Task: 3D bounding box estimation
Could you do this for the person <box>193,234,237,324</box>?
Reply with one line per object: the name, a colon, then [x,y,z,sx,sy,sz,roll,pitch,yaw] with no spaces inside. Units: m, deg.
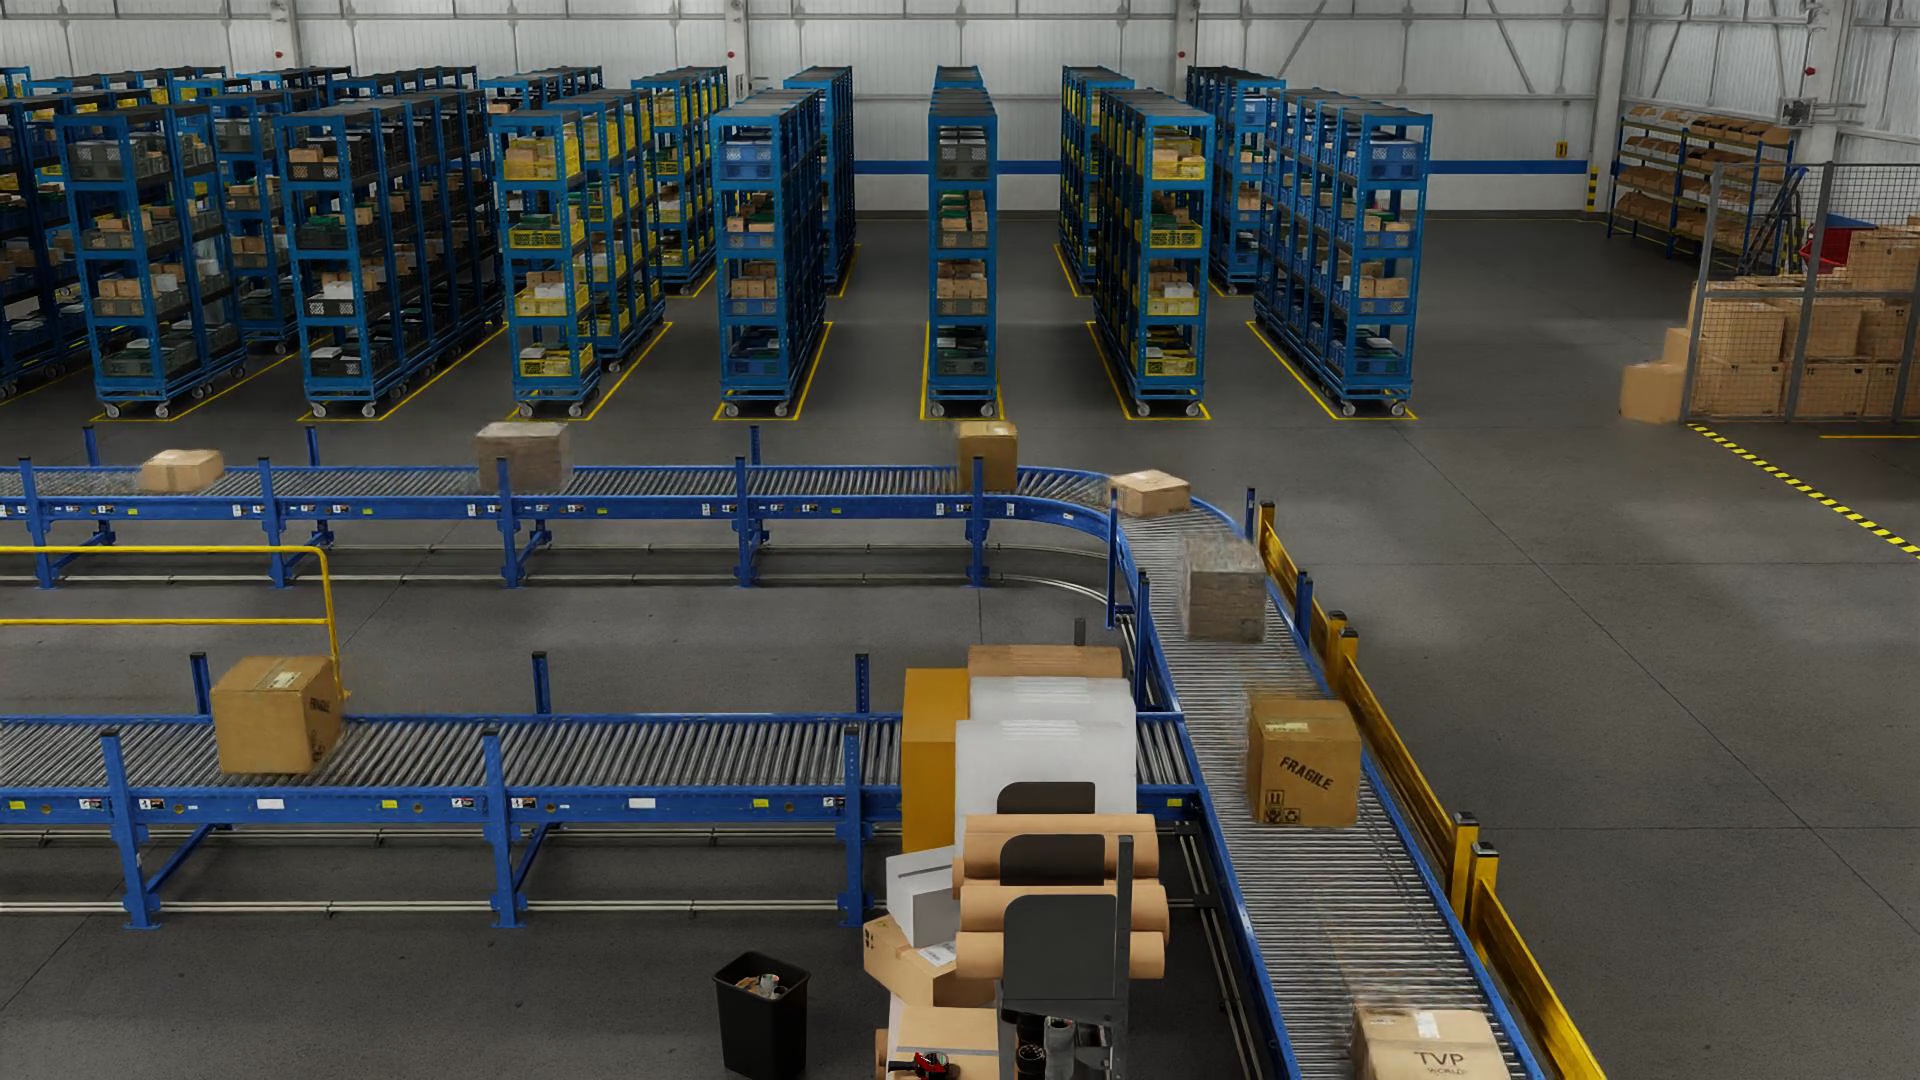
person: [-10.996,-3.901,24.539,0.644,1.920,0.583,-1,18,-2]
